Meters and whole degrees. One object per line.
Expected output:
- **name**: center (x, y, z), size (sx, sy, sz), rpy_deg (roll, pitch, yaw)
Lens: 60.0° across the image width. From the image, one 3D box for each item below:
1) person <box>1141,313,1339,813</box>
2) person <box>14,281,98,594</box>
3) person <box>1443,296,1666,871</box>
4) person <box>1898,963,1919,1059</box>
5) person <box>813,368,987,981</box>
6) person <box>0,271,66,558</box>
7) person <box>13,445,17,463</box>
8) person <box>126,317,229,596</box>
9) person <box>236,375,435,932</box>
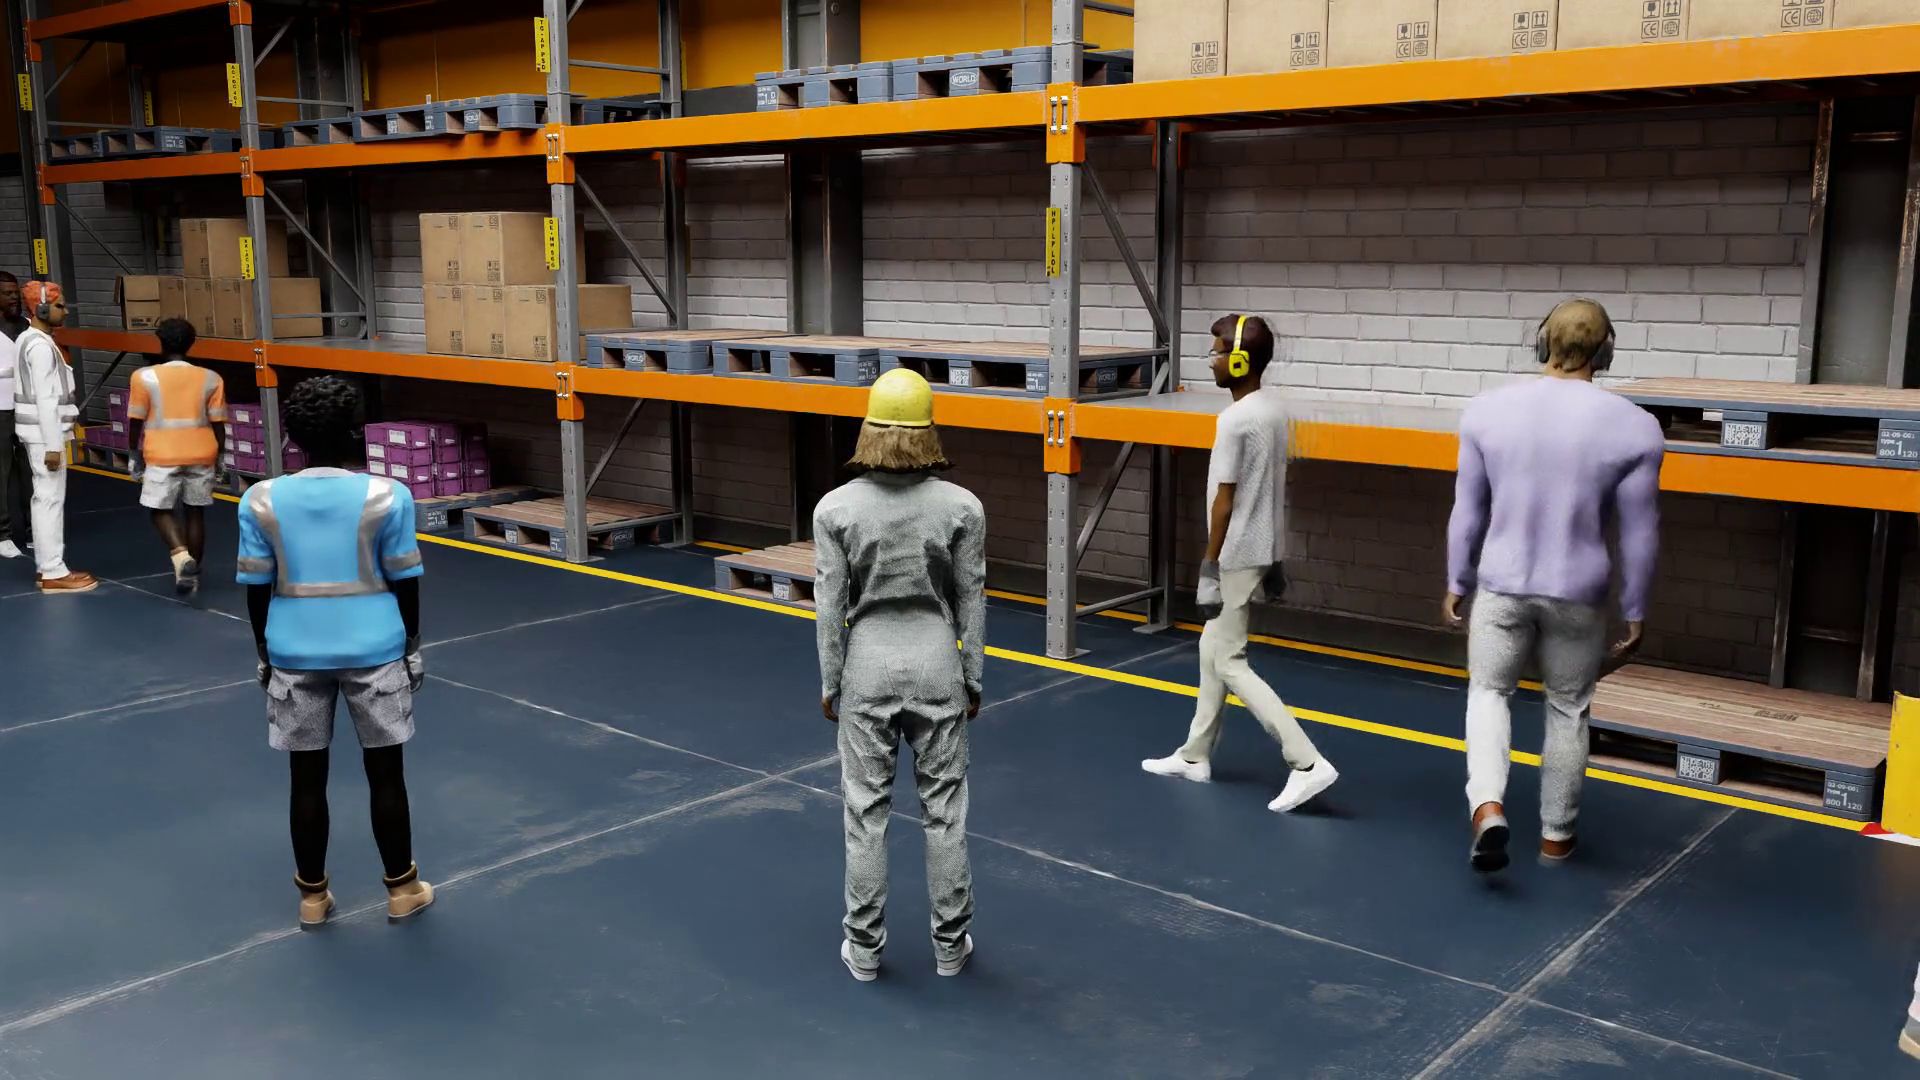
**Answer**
- **person**: center (1.065, 0.076, 6.223), size (0.831, 1.844, 0.543), rpy_deg (6, 12, 32)
- **person**: center (-5.507, -0.617, 10.054), size (0.342, 1.880, 0.612), rpy_deg (-7, 12, -33)
- **person**: center (1.915, 0.174, 5.421), size (0.669, 1.923, 0.701), rpy_deg (5, 11, 24)
- **person**: center (2.720, 0.442, 3.848), size (0.652, 1.943, 0.948), rpy_deg (-6, 11, -29)
- **person**: center (-0.167, 0.388, 4.719), size (0.487, 1.744, 0.297), rpy_deg (-1, 10, -5)
- **person**: center (-6.434, -0.855, 11.292), size (0.392, 1.922, 0.593), rpy_deg (5, 11, 25)
- **person**: center (-8.663, -1.379, 15.090), size (0.267, 1.632, 0.509), rpy_deg (9, 13, 40)
- **person**: center (-4.554, -0.463, 9.768), size (0.567, 1.672, 0.624), rpy_deg (-8, 13, -37)
- **person**: center (-1.892, 0.351, 5.052), size (0.529, 1.699, 0.322), rpy_deg (-1, 10, -7)
